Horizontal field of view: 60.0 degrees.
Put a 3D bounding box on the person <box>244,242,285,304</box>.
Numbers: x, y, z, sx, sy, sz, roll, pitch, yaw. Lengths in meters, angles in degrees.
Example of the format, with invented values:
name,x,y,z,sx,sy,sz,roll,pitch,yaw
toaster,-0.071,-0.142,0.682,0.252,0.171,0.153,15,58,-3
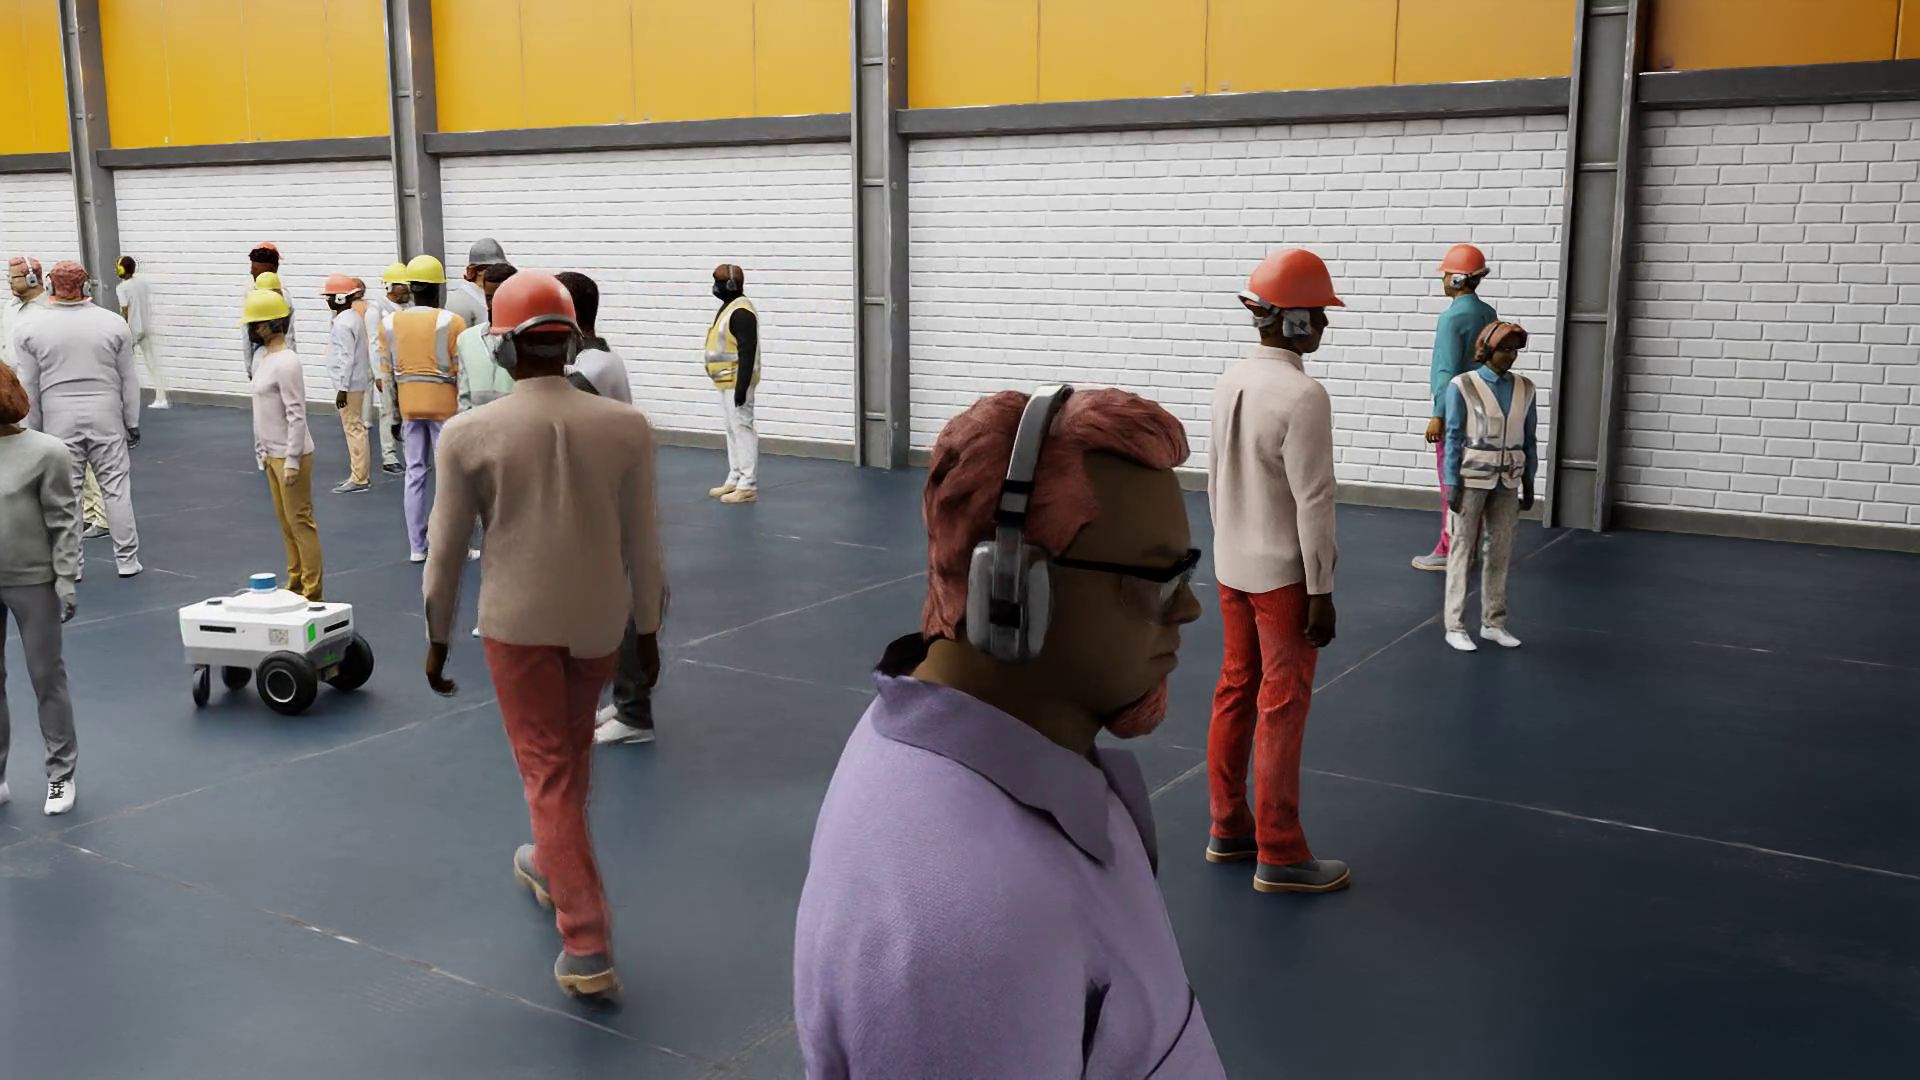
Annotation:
name,x,y,z,sx,sy,sz,roll,pitch,yaw
person,-7.068,-2.044,17.085,0.611,1.995,0.380,7,12,32

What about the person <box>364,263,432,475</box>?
name,x,y,z,sx,sy,sz,roll,pitch,yaw
person,-4.854,-1.479,14.419,0.403,1.826,0.591,5,11,26

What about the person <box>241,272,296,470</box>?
name,x,y,z,sx,sy,sz,roll,pitch,yaw
person,-6.067,-1.485,14.684,0.487,1.744,0.314,2,10,10

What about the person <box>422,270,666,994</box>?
name,x,y,z,sx,sy,sz,roll,pitch,yaw
person,-1.161,0.226,4.659,0.634,1.942,1.042,-6,12,-32

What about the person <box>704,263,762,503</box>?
name,x,y,z,sx,sy,sz,roll,pitch,yaw
person,-1.757,-1.212,12.896,0.430,1.844,0.624,-4,11,-19

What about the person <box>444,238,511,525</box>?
name,x,y,z,sx,sy,sz,roll,pitch,yaw
person,-3.339,-1.141,11.954,0.536,2.000,0.683,4,11,22

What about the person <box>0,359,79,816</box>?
name,x,y,z,sx,sy,sz,roll,pitch,yaw
person,-3.348,0.167,5.832,0.498,1.634,0.278,-1,10,-7

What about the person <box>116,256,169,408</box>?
name,x,y,z,sx,sy,sz,roll,pitch,yaw
person,-10.000,-2.495,20.059,0.964,1.827,0.538,4,11,19

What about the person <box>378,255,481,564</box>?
name,x,y,z,sx,sy,sz,roll,pitch,yaw
person,-3.306,-0.804,10.400,0.584,1.928,0.373,1,10,8

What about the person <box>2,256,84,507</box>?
name,x,y,z,sx,sy,sz,roll,pitch,yaw
person,-6.793,-1.127,12.258,0.652,1.902,0.402,4,11,19

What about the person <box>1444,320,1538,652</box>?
name,x,y,z,sx,sy,sz,roll,pitch,yaw
person,2.621,-0.265,8.236,0.516,1.631,0.333,-3,11,-16

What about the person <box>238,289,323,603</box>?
name,x,y,z,sx,sy,sz,roll,pitch,yaw
person,-3.634,-0.451,8.896,0.327,1.767,0.523,-7,12,-34

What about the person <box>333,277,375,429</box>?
name,x,y,z,sx,sy,sz,roll,pitch,yaw
person,-6.453,-2.015,17.963,0.533,1.619,0.619,-1,10,-8

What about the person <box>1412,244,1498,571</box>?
name,x,y,z,sx,sy,sz,roll,pitch,yaw
person,3.054,-0.804,10.205,0.375,1.997,0.612,9,13,40

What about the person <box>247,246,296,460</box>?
name,x,y,z,sx,sy,sz,roll,pitch,yaw
person,-6.215,-1.667,15.071,0.361,1.964,0.618,-8,13,-38

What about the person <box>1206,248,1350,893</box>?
name,x,y,z,sx,sy,sz,roll,pitch,yaw
person,0.992,0.099,5.207,0.382,1.995,0.612,-4,11,-21

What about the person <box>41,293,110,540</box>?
name,x,y,z,sx,sy,sz,roll,pitch,yaw
person,-5.996,-0.883,11.315,0.330,1.750,0.572,-9,13,-40

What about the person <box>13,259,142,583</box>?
name,x,y,z,sx,sy,sz,roll,pitch,yaw
person,-5.211,-0.699,9.877,0.639,1.909,0.409,-6,12,-30

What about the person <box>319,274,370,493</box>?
name,x,y,z,sx,sy,sz,roll,pitch,yaw
person,-4.950,-1.262,13.419,0.324,1.752,0.562,-2,11,-13

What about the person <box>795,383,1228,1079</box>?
name,x,y,z,sx,sy,sz,roll,pitch,yaw
person,0.064,0.809,1.530,0.401,1.904,0.651,0,10,-2

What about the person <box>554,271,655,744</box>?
name,x,y,z,sx,sy,sz,roll,pitch,yaw
person,-1.449,-0.118,6.710,0.417,1.902,0.591,-1,10,-5

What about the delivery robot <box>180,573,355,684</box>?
name,x,y,z,sx,sy,sz,roll,pitch,yaw
delivery robot,-3.052,0.391,7.324,0.707,0.478,0.477,2,10,14
